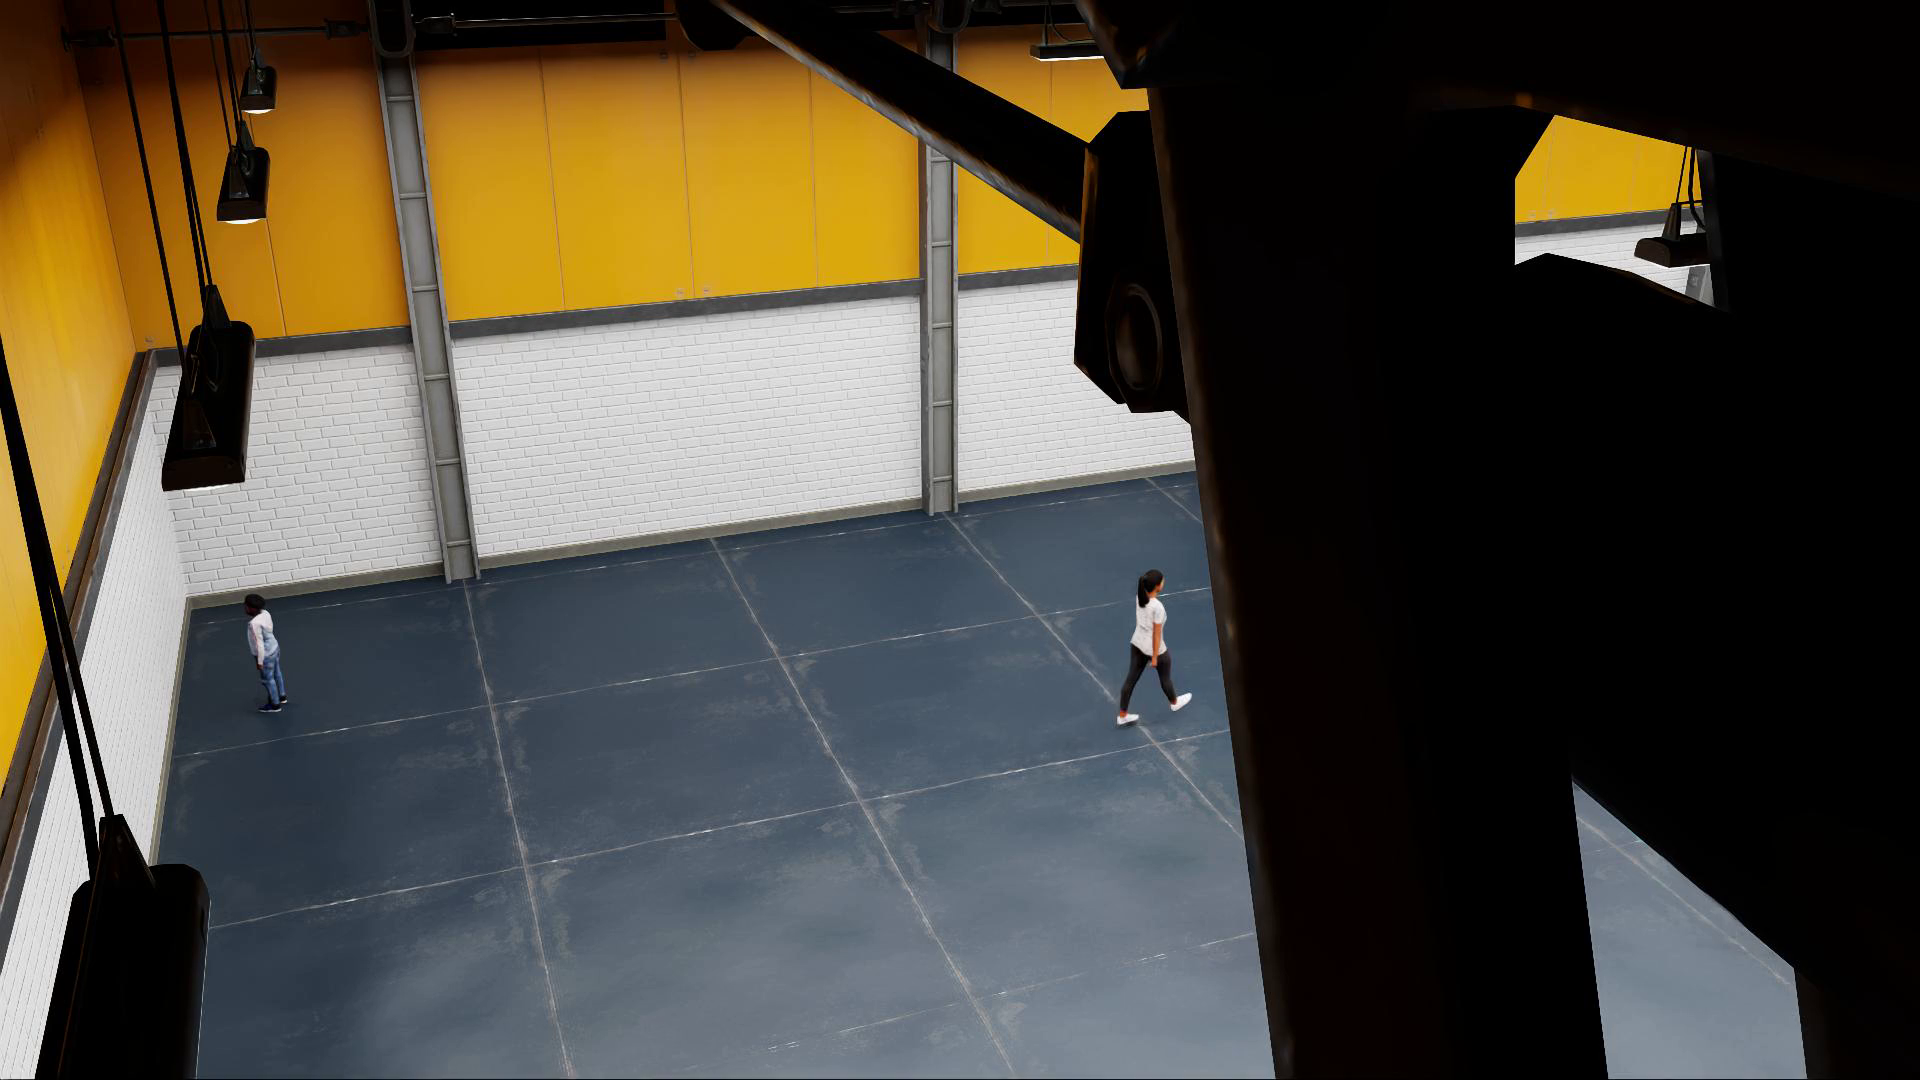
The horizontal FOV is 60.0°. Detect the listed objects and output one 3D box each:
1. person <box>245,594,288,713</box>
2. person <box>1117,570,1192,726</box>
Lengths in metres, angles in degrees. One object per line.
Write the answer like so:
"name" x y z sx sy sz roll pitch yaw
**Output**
"person" -6.928 1.108 16.580 0.574 1.260 0.550 1 24 1
"person" 1.762 1.085 16.213 1.123 1.596 0.732 -14 27 -28
